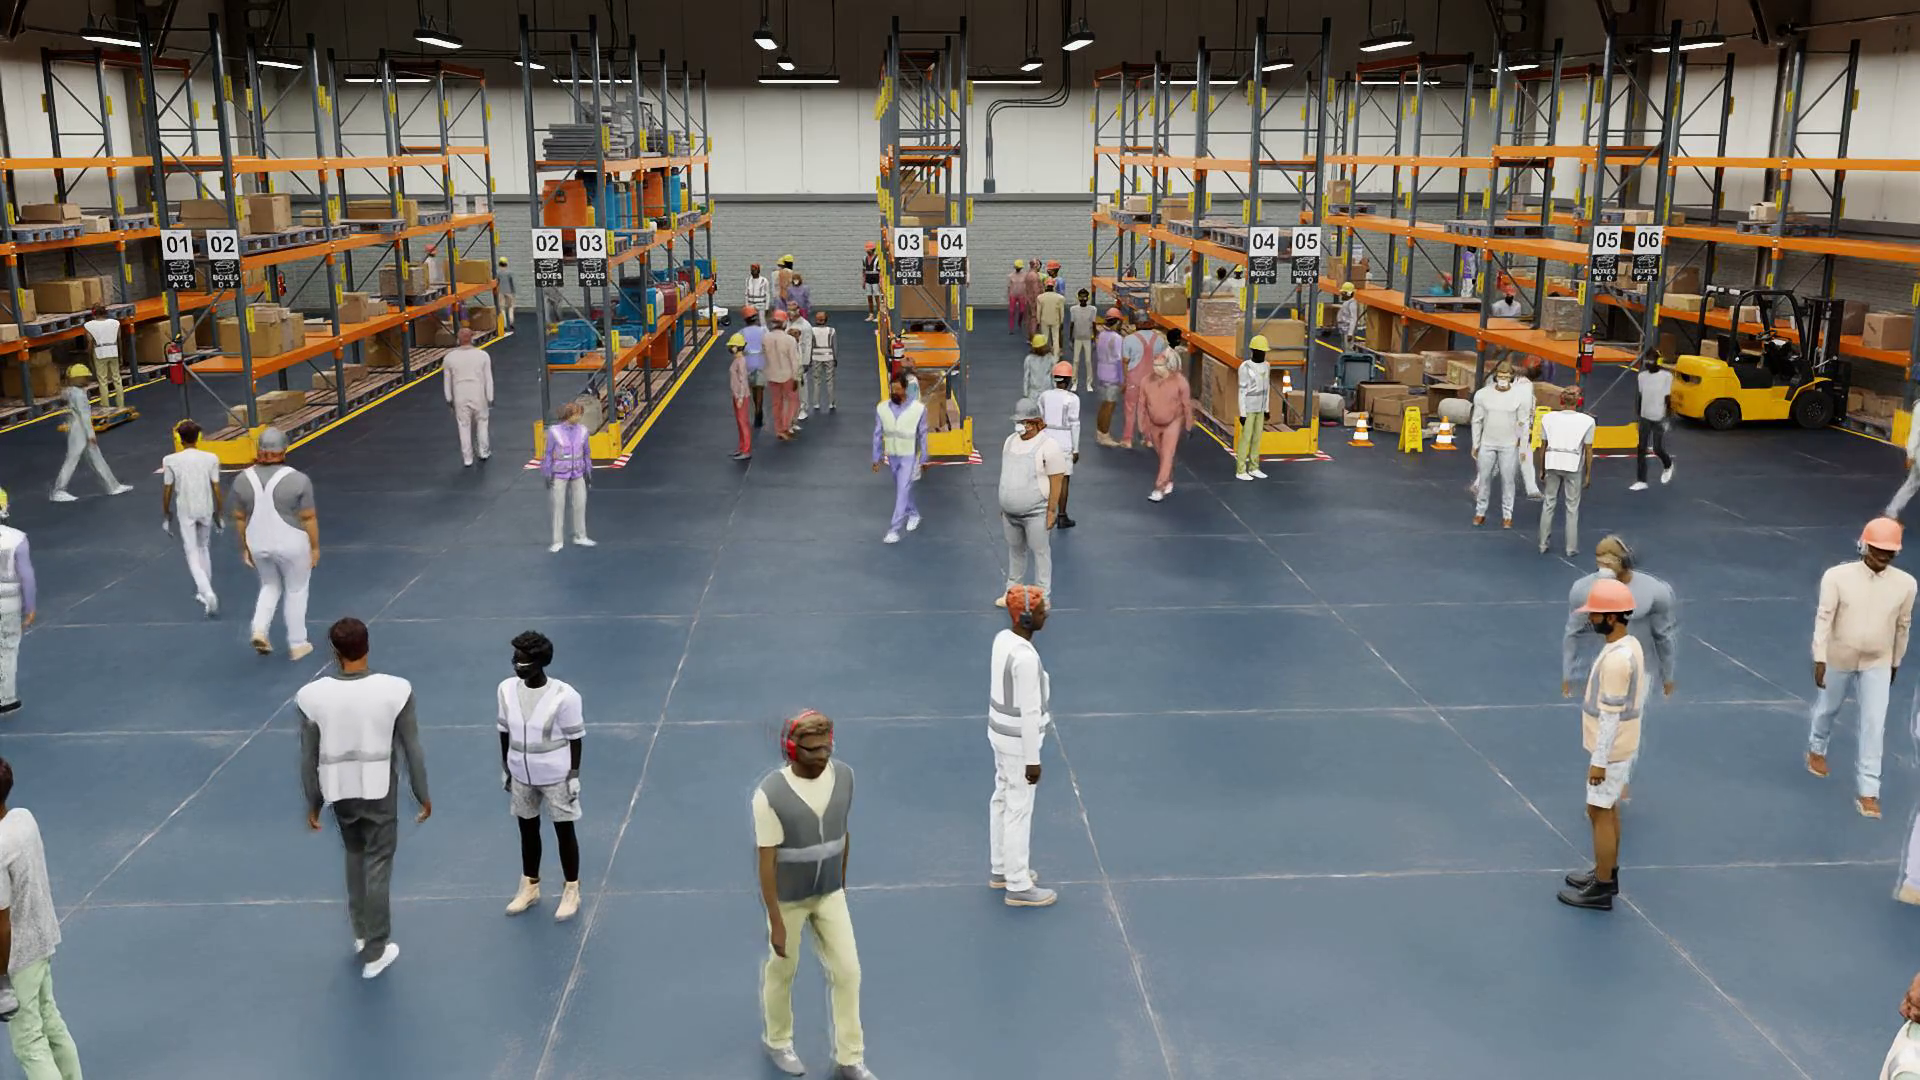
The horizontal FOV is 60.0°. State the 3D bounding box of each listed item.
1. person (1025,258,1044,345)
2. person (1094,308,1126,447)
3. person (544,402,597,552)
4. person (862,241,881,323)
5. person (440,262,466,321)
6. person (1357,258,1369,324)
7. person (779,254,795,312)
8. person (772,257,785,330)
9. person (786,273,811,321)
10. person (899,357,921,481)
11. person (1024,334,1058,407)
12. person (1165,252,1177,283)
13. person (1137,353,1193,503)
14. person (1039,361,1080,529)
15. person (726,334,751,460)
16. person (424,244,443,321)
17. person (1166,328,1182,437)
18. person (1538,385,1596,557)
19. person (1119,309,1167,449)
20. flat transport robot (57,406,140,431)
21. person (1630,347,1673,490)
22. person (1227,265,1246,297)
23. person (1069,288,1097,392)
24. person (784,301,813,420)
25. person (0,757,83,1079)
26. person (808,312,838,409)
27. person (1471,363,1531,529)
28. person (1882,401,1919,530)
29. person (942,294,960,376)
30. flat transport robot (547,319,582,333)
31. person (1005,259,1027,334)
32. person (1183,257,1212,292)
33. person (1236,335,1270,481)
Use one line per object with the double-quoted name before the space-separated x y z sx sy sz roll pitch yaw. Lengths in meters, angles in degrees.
"person" 1.669 -5.293 36.967 0.408 1.913 0.644 -3 14 -14
"person" 2.232 -2.379 24.412 0.453 2.021 0.726 -7 15 -27
"person" -4.278 -0.681 18.072 0.608 1.613 0.324 -11 17 -39
"person" -2.213 -6.467 41.704 0.612 2.029 0.410 9 16 34
"person" -11.960 -5.719 39.256 0.920 1.695 0.570 -13 18 -43
"person" 10.005 -6.208 41.433 0.310 1.636 0.523 11 17 39
"person" -3.934 -5.604 38.280 0.411 1.918 0.619 -8 16 -32
"person" -4.243 -5.863 39.716 0.517 1.756 0.347 -9 16 -33
"person" -3.557 -5.062 36.623 0.556 1.615 0.375 -2 13 -6
"person" -0.657 -1.597 21.913 0.311 1.631 0.504 -2 13 -10
"person" 1.171 -2.108 23.878 0.506 1.710 0.355 0 13 -1
"person" 5.010 -5.925 39.704 0.355 1.884 0.576 2 13 10
"person" 2.554 -1.422 20.747 0.672 1.851 1.062 7 15 28
"person" 1.167 -1.099 19.184 0.541 1.927 0.408 10 16 36
"person" -3.111 -2.013 23.380 0.308 1.772 0.525 -4 14 -17
"person" -13.217 -6.426 41.653 0.456 1.958 0.651 0 13 1
"person" 3.158 -2.334 24.920 0.319 1.686 0.538 3 14 10
"person" 6.477 -0.736 17.832 0.561 1.836 0.394 9 16 34
"person" 2.633 -2.364 24.282 0.686 2.000 0.537 -4 14 -18
"flat transport robot" -13.573 -1.927 26.220 0.652 0.197 1.431 -1 13 -3
"person" 8.928 -1.555 21.287 0.660 1.839 0.540 -9 16 -35
"person" 6.212 -5.303 37.324 0.522 1.768 0.312 0 13 1
"person" 2.209 -3.586 29.861 0.504 1.861 0.330 2 13 8
"person" -2.685 -2.892 26.805 0.643 1.910 0.411 8 16 31
"person" -4.022 1.786 7.099 0.325 1.862 0.508 -3 14 -14
"person" -2.299 -2.998 27.830 0.514 1.640 0.310 -1 13 -2
"person" 6.194 -1.077 19.098 0.643 1.927 0.391 8 15 29
"person" 10.935 -0.983 18.761 0.625 1.893 0.992 -10 17 -36
"person" -0.200 -4.103 31.917 0.381 1.917 0.585 4 14 18
"flat transport robot" -9.210 -5.104 39.682 0.652 0.197 1.431 4 14 15
"person" 1.336 -5.747 39.212 0.572 1.751 0.444 0 13 -1
"person" 5.191 -5.225 36.527 0.641 1.991 0.954 2 13 10
"person" 3.884 -1.737 21.901 0.581 1.919 0.401 -13 18 -43
